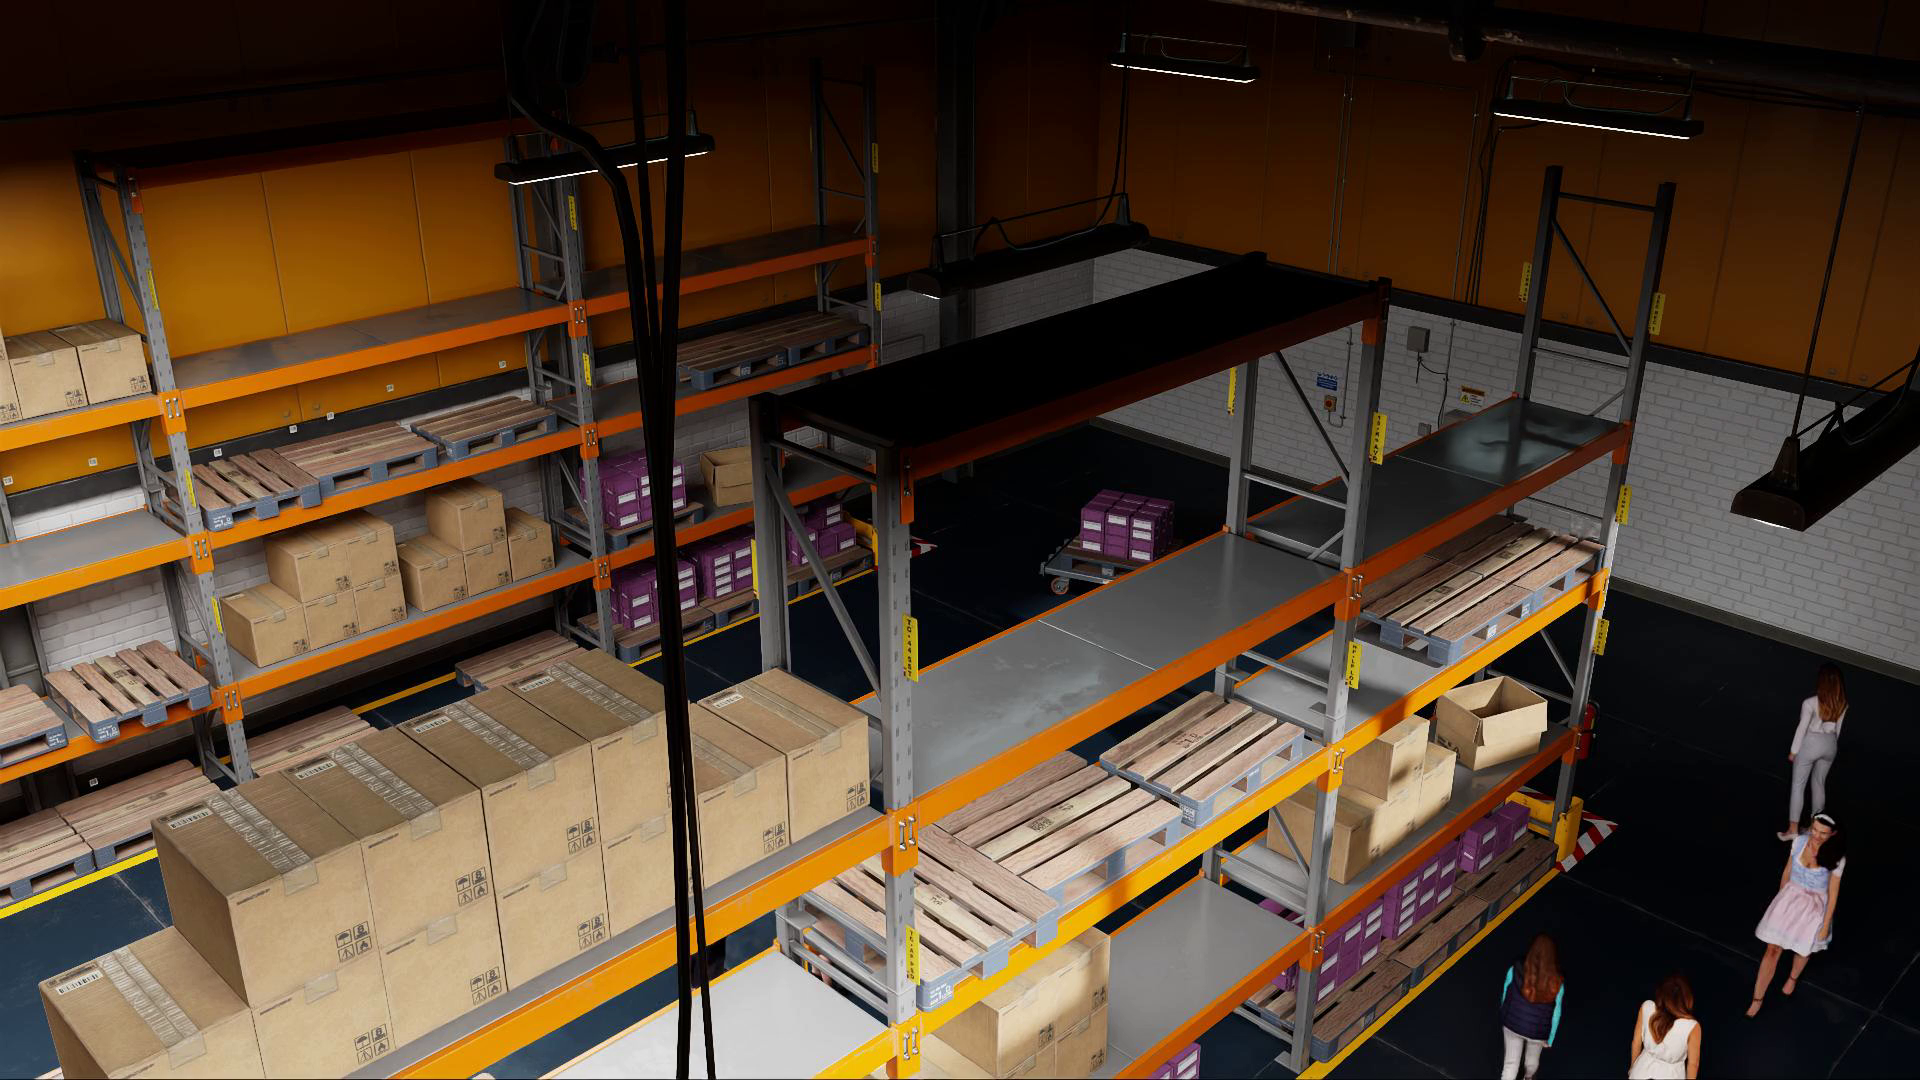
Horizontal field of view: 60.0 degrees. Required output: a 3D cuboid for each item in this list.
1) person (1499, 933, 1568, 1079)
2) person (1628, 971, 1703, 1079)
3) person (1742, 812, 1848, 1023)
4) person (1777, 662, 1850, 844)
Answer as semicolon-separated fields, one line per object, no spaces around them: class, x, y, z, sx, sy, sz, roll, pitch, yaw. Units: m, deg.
person;3.950;3.447;11.662;0.747;1.461;1.036;13;27;27
person;4.591;3.584;10.948;0.565;1.783;0.514;22;32;40
person;6.473;2.818;12.703;1.053;1.782;0.667;-20;31;-39
person;7.614;1.912;14.802;0.636;1.760;0.724;-5;24;-11
